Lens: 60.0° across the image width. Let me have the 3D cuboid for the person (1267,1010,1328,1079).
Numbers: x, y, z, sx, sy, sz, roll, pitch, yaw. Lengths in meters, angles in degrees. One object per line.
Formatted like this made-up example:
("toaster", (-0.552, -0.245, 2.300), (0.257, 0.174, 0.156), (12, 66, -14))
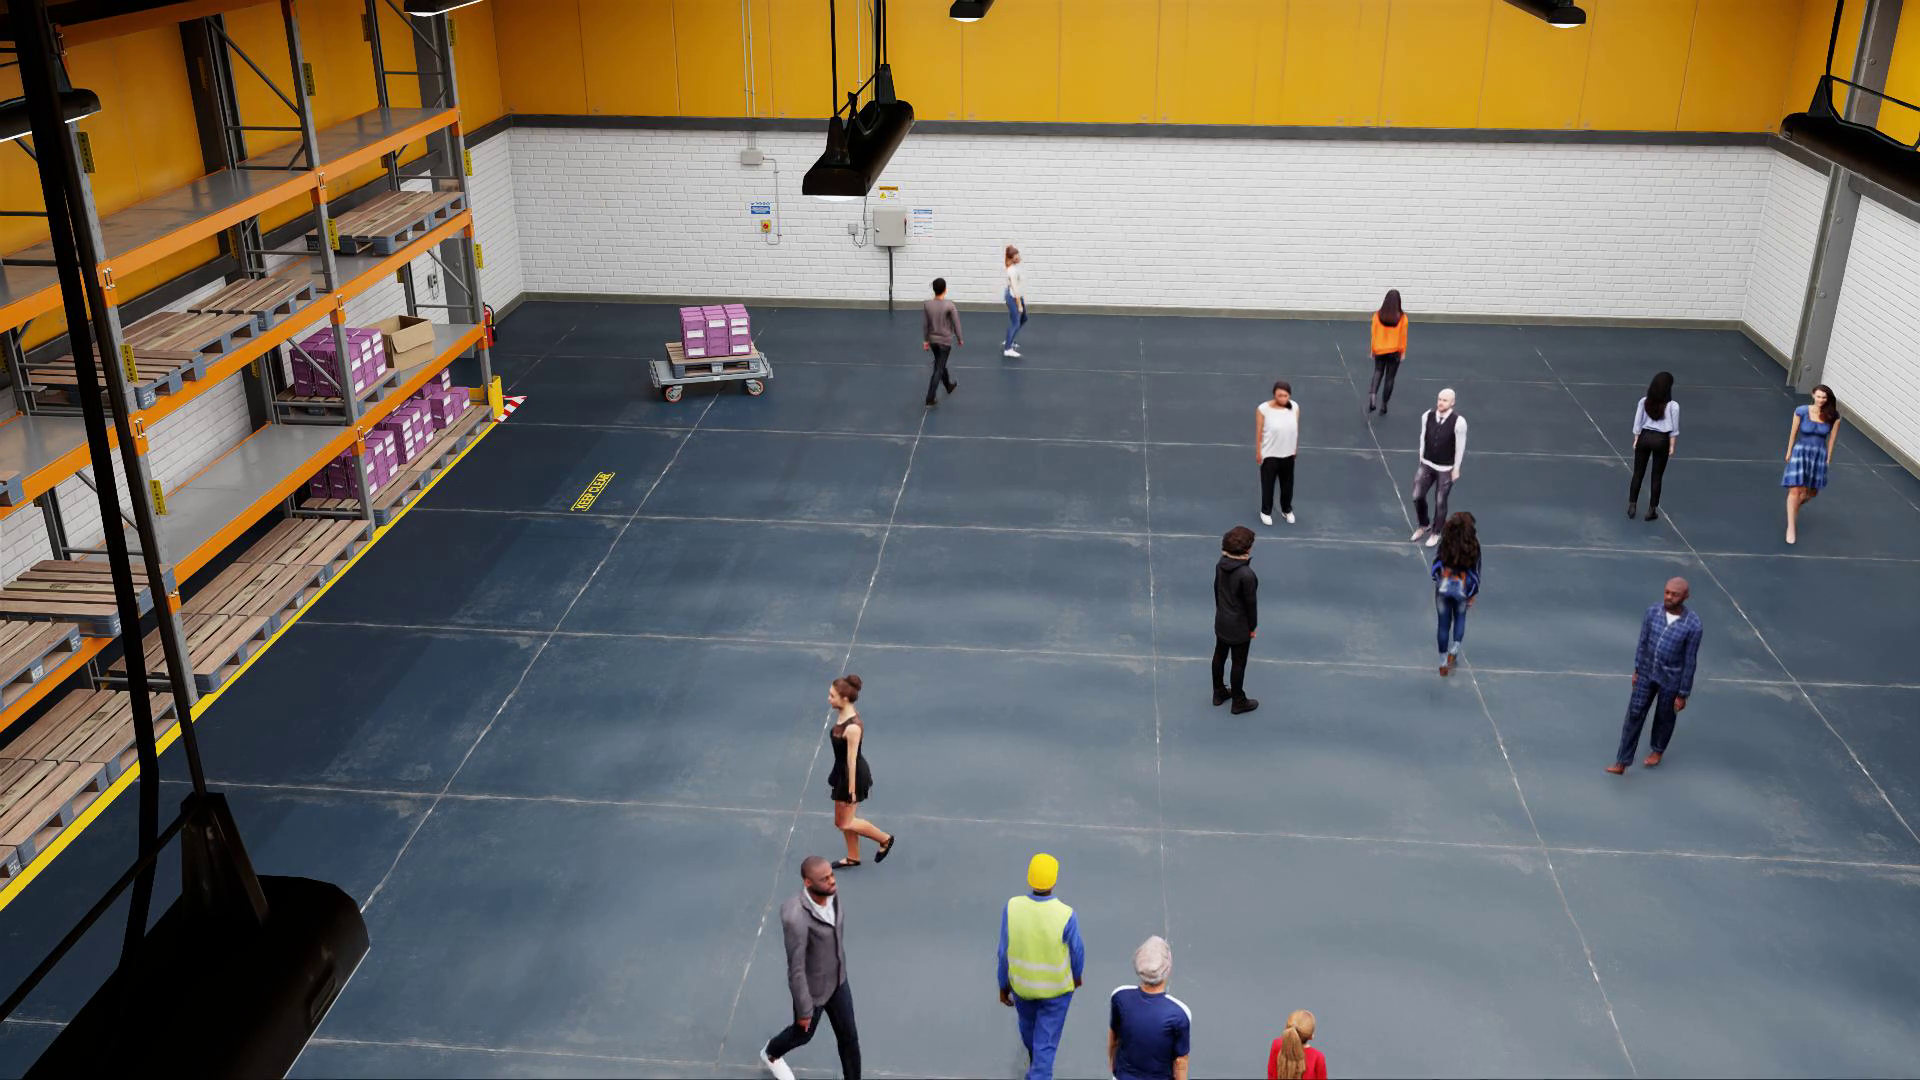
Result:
("person", (1.936, 3.252, 9.634), (0.568, 1.281, 0.593), (12, 26, 25))

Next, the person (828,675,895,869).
("person", (-0.750, 1.778, 12.528), (0.769, 1.665, 0.747), (-5, 24, -12))

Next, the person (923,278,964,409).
("person", (-0.311, -2.621, 22.531), (0.972, 1.712, 1.240), (9, 25, 20))

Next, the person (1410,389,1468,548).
("person", (5.298, -0.809, 18.262), (0.806, 1.812, 0.827), (17, 29, 34))

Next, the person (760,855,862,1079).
("person", (-0.950, 2.715, 10.238), (1.163, 1.783, 1.226), (16, 28, 33))

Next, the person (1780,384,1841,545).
("person", (9.384, -0.868, 18.433), (0.792, 1.784, 1.070), (8, 25, 18))

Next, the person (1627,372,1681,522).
("person", (7.891, -1.072, 18.947), (0.730, 1.746, 0.722), (15, 28, 30))

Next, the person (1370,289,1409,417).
("person", (5.682, -2.470, 22.155), (0.748, 1.738, 0.797), (12, 26, 26))

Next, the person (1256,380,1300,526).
("person", (3.612, -1.025, 18.913), (0.731, 1.687, 0.717), (-4, 24, -9))

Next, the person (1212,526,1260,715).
("person", (2.448, 0.706, 14.837), (0.800, 1.780, 0.733), (-17, 29, -33))

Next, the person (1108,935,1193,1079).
("person", (1.015, 3.108, 9.337), (0.903, 1.783, 1.272), (10, 26, 22))

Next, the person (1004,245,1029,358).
("person", (0.795, -3.541, 24.644), (0.783, 1.707, 0.533), (-2, 24, -4))

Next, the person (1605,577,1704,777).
("person", (5.902, 1.115, 13.898), (1.076, 1.782, 1.191), (21, 31, 39))

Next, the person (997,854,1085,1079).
("person", (0.462, 2.767, 10.123), (0.845, 1.778, 1.175), (8, 25, 18))

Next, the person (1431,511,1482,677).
("person", (4.584, 0.516, 15.487), (0.687, 1.607, 0.745), (8, 25, 17))
